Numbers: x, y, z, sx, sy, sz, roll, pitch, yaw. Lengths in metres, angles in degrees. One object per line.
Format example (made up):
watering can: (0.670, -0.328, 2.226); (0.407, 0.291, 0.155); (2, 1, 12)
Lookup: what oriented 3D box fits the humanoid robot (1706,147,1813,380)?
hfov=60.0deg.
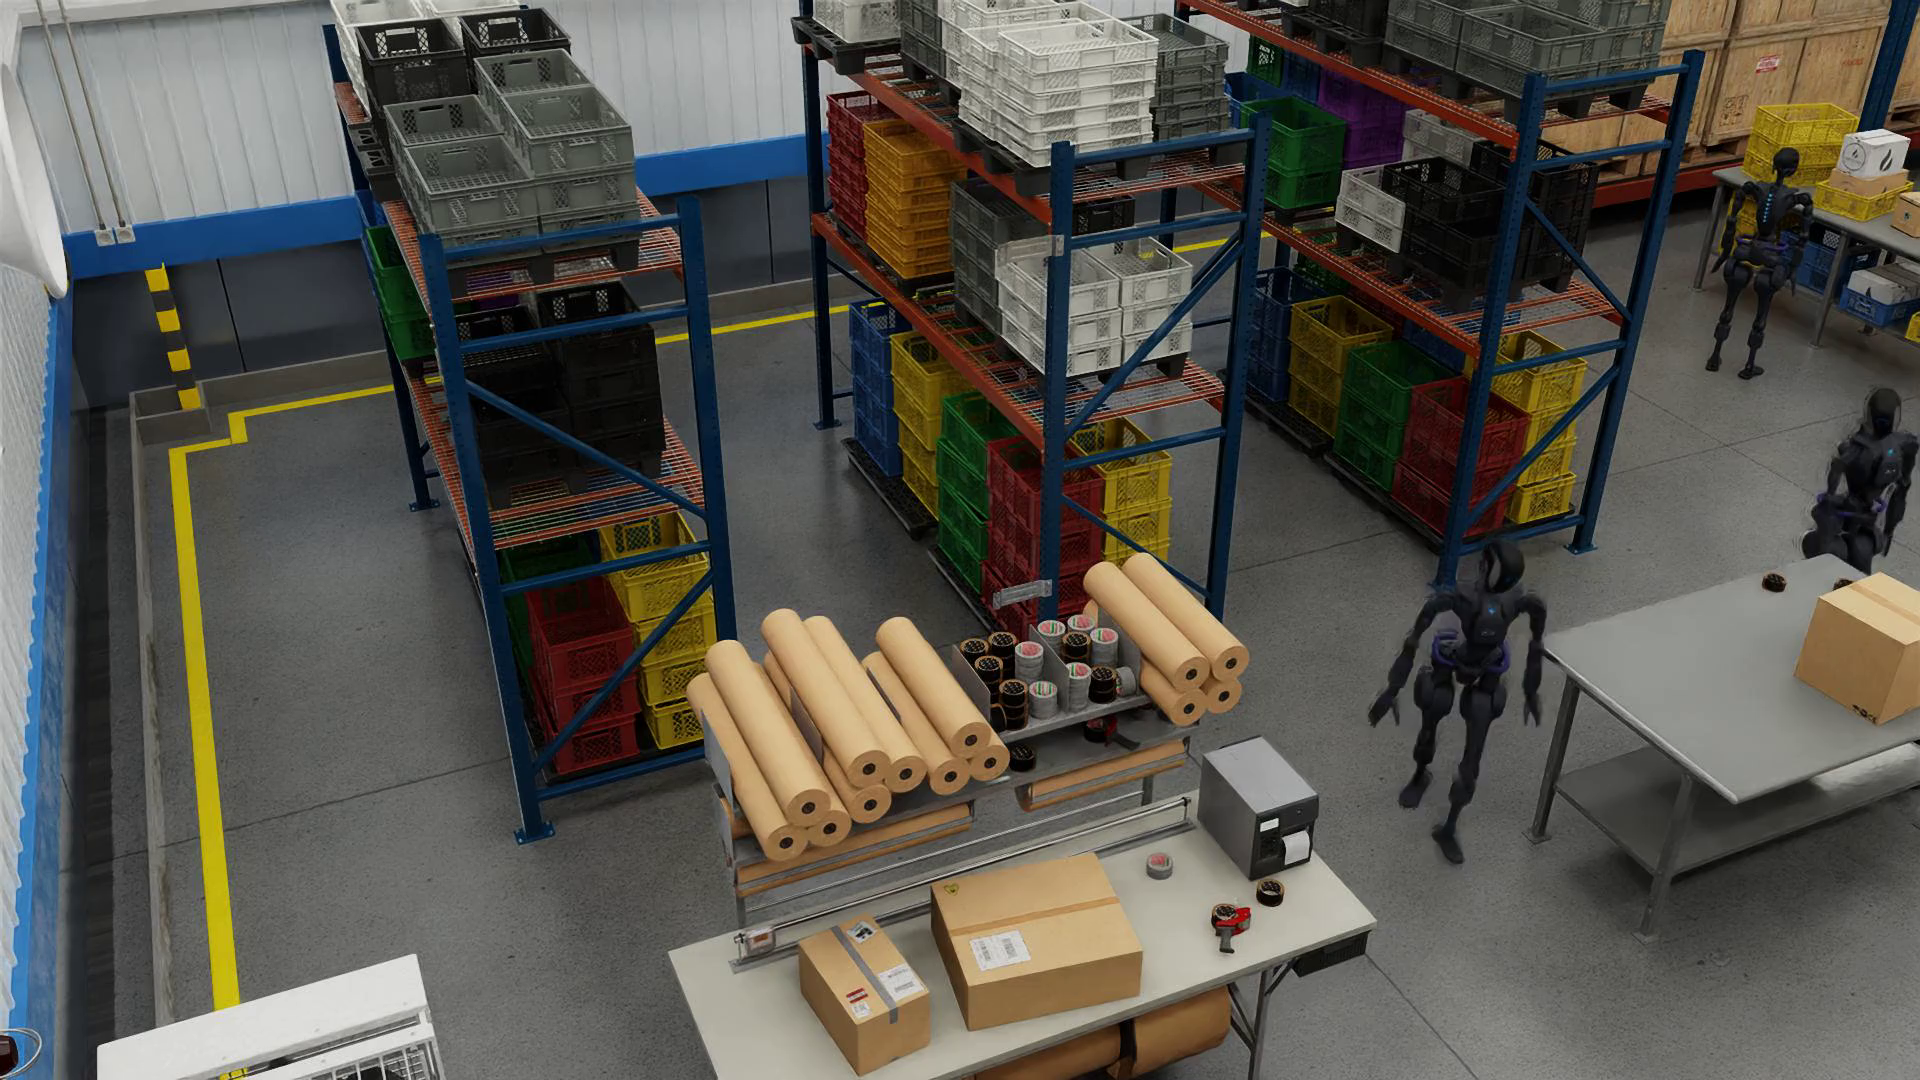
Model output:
humanoid robot: (5.663, -1.976, 11.821); (0.601, 1.657, 0.313); (24, 39, 34)

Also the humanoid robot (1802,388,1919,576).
humanoid robot: (4.685, -0.046, 8.705); (0.599, 1.637, 0.502); (-8, 32, -12)

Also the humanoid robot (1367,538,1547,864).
humanoid robot: (2.258, 0.676, 7.553); (0.775, 1.618, 0.720); (5, 32, 8)
